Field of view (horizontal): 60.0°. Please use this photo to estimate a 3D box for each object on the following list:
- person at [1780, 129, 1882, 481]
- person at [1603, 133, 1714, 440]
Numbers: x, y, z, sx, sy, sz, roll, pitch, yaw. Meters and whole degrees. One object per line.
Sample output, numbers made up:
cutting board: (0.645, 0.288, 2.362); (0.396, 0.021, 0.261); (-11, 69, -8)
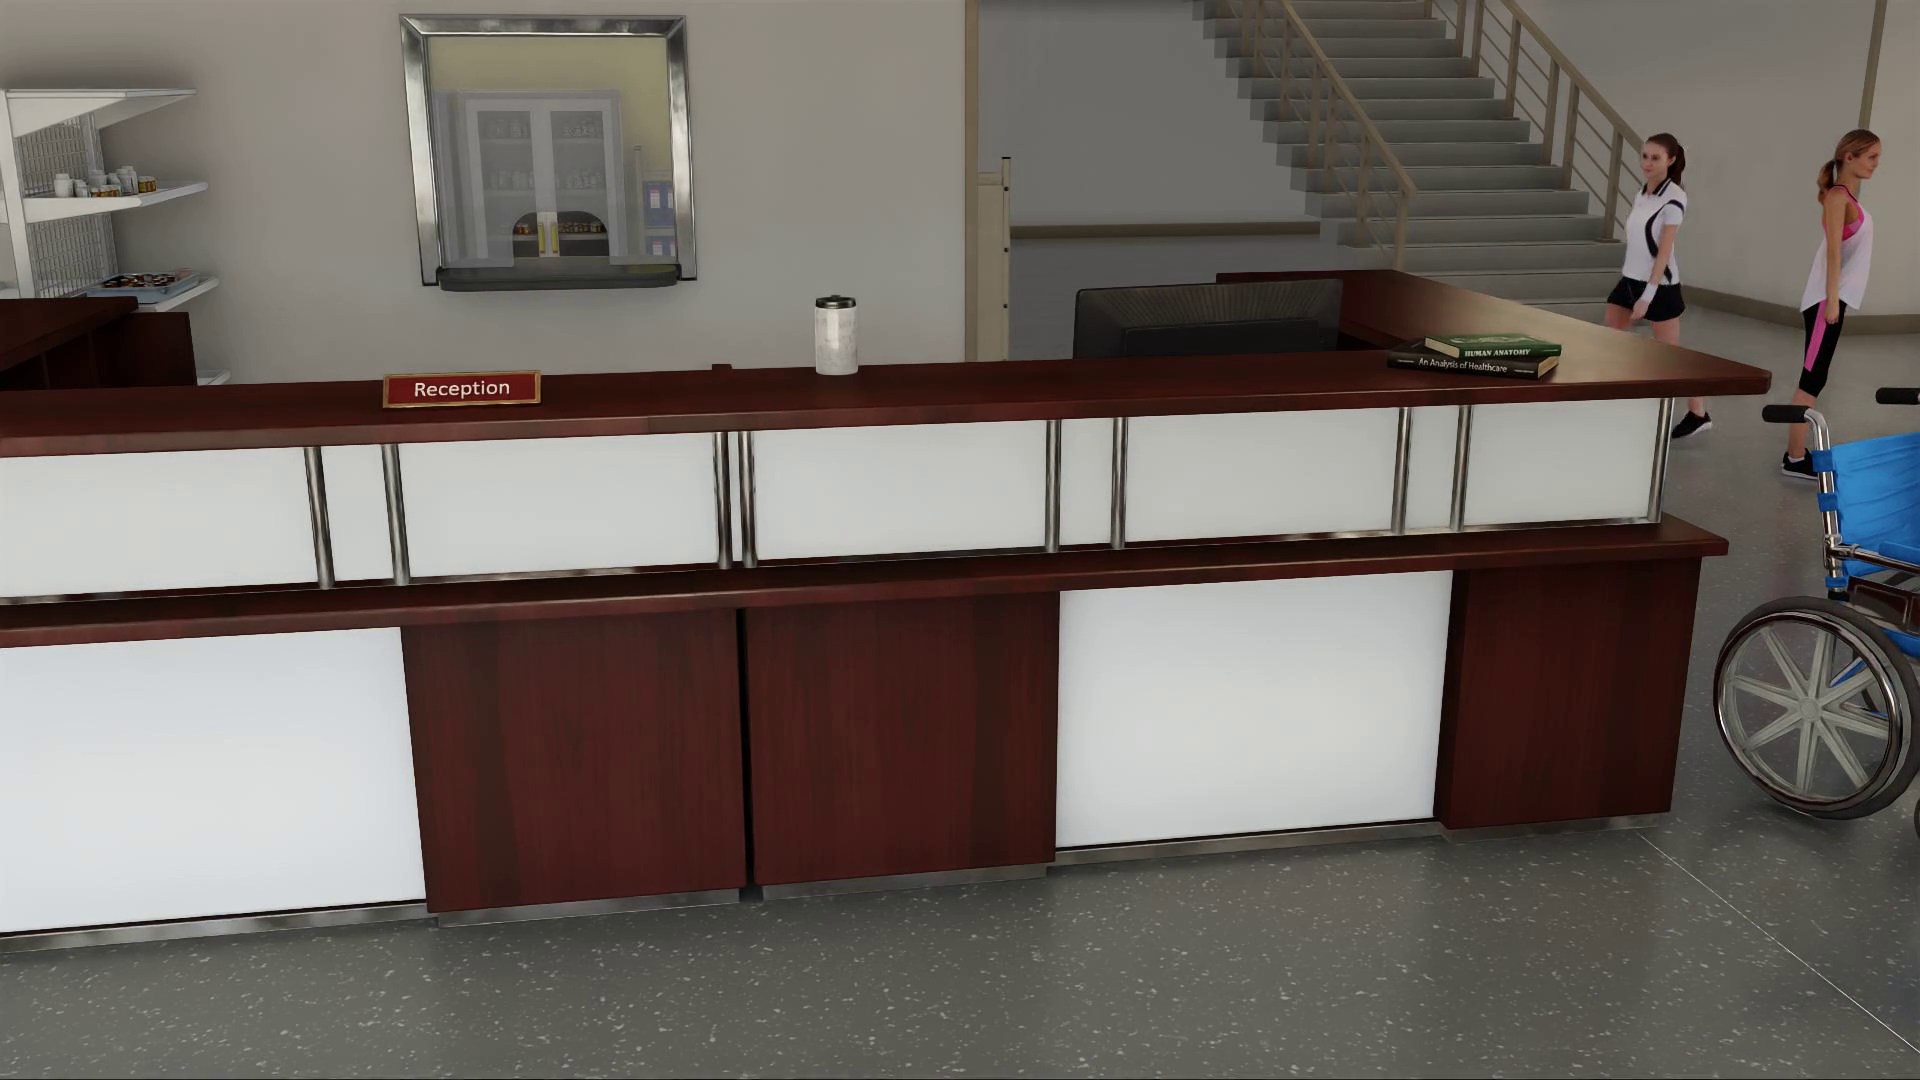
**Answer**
person: (4.505, -1.221, 8.652); (0.740, 1.787, 0.660); (9, 18, 29)
person: (3.919, -1.342, 9.236); (0.751, 1.702, 1.111); (-5, 17, -18)
